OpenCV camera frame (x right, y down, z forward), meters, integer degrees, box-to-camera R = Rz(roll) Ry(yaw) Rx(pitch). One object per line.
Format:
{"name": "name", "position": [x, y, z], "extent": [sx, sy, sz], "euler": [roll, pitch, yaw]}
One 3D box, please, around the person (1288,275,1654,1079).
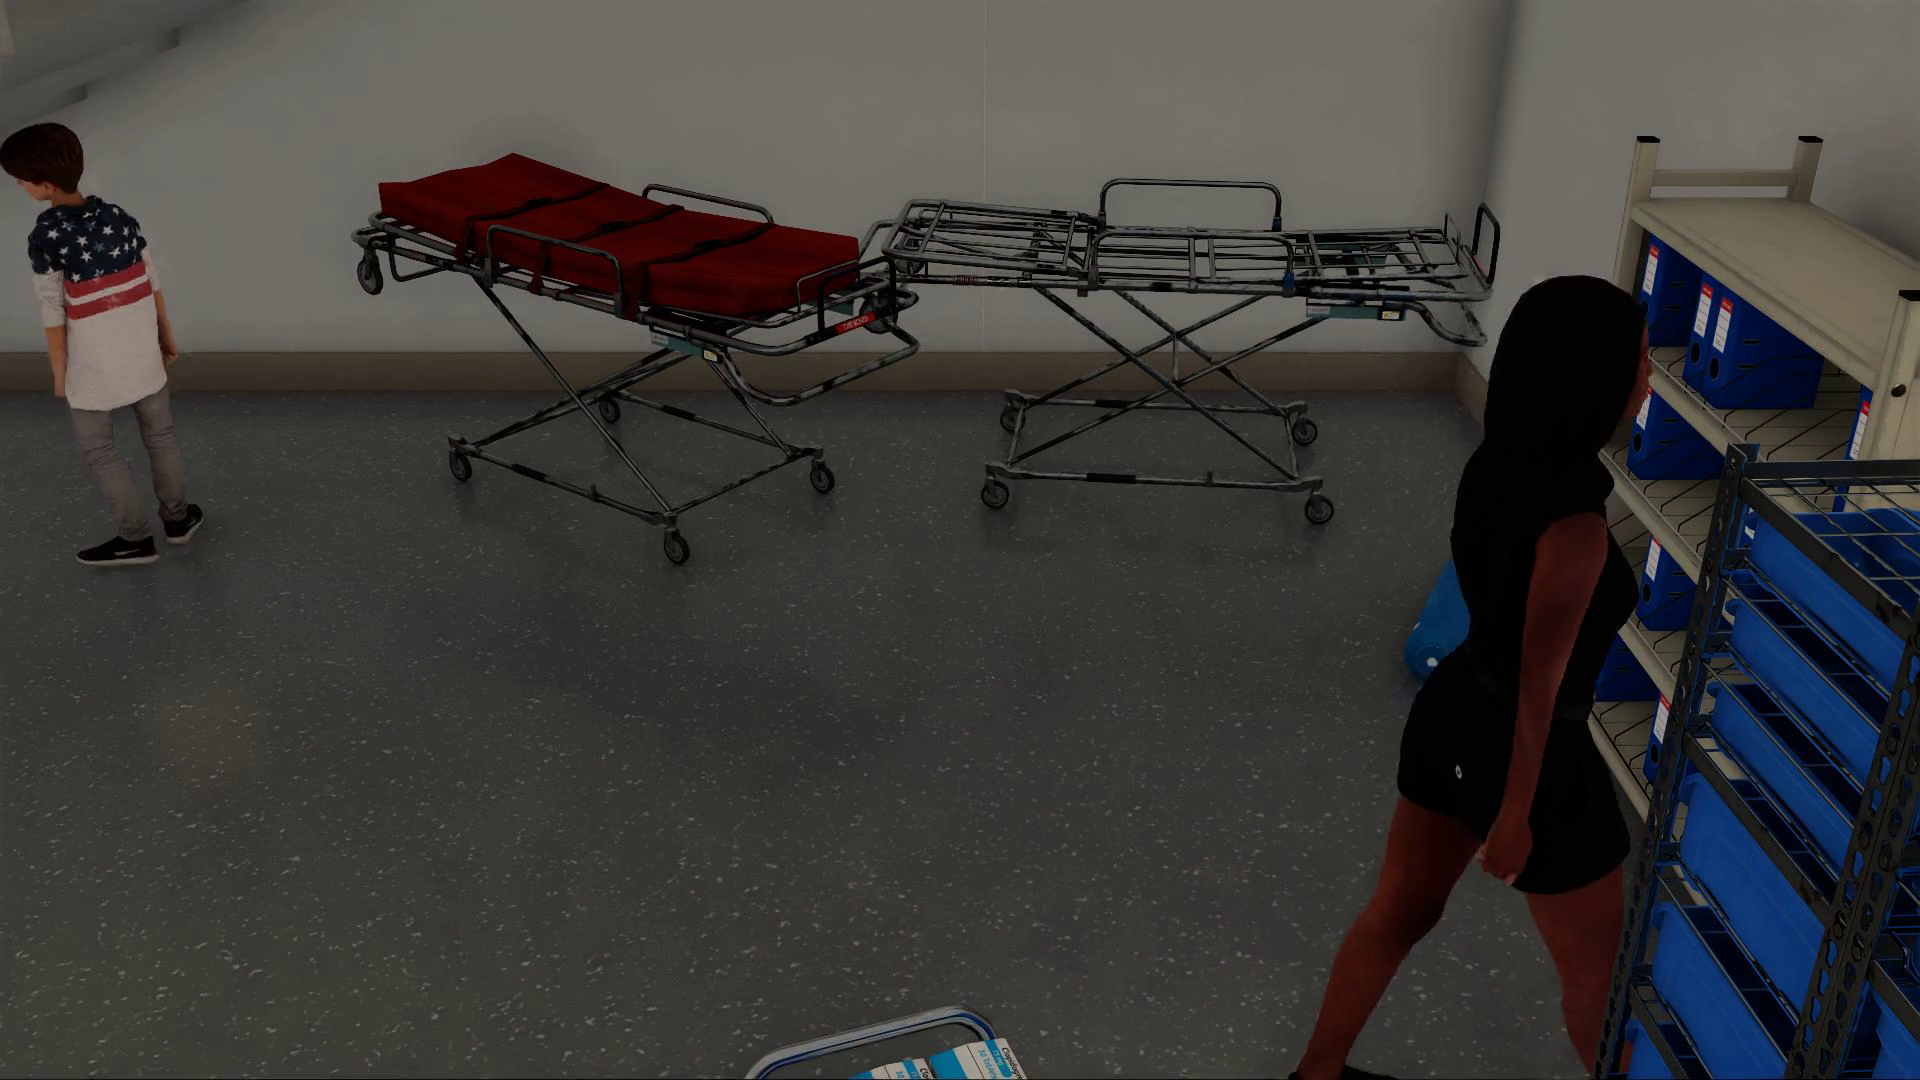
{"name": "person", "position": [0.853, 0.407, 2.870], "extent": [1.054, 1.701, 0.617], "euler": [1, 26, 1]}

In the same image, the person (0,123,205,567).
{"name": "person", "position": [-2.710, -0.633, 5.337], "extent": [0.700, 1.430, 0.707], "euler": [-20, 32, -36]}
